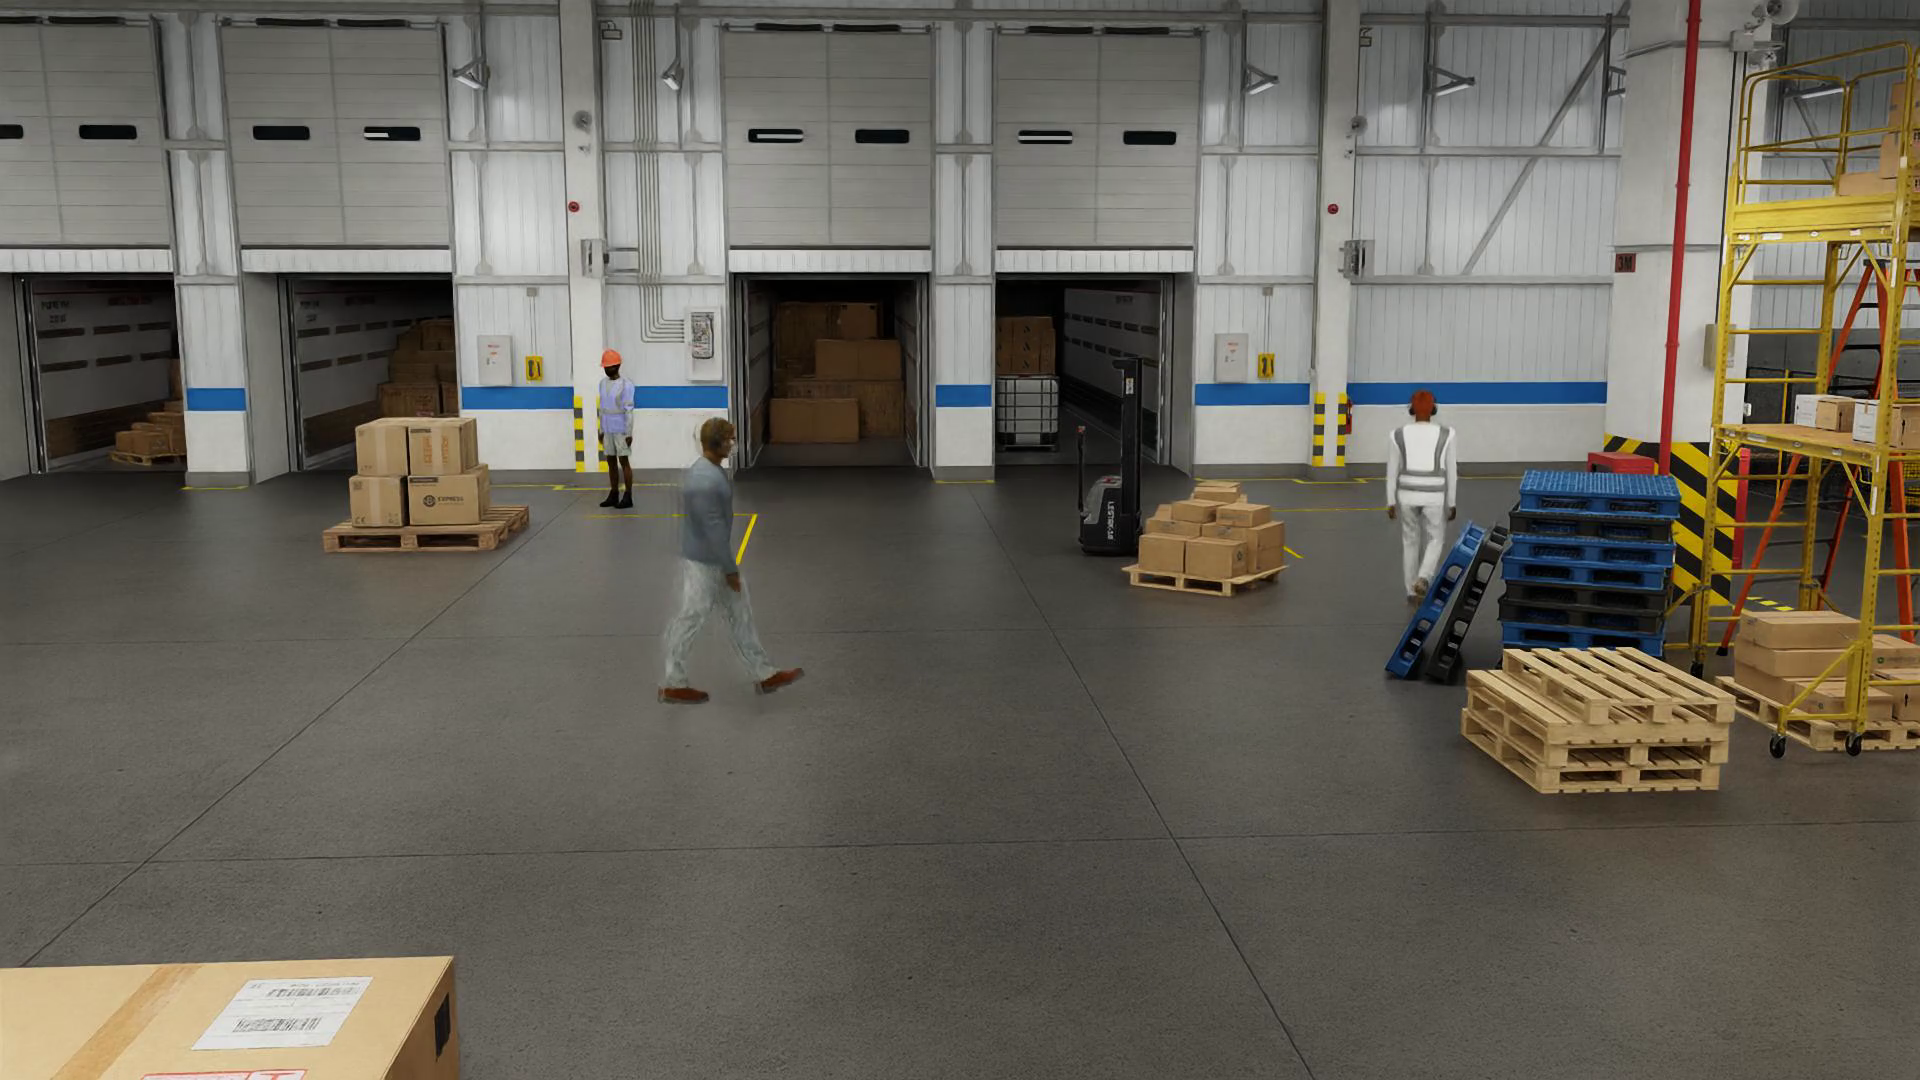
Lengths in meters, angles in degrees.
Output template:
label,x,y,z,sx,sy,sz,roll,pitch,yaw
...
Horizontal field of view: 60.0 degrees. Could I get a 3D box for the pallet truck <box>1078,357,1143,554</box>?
label,x,y,z,sx,sy,sz,roll,pitch,yaw
pallet truck,2.088,-0.836,16.757,1.885,1.965,0.823,2,9,13

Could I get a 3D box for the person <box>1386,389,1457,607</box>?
label,x,y,z,sx,sy,sz,roll,pitch,yaw
person,3.899,-0.345,14.078,0.596,1.868,0.428,4,10,24

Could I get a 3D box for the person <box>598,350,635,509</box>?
label,x,y,z,sx,sy,sz,roll,pitch,yaw
person,-4.182,-1.338,20.140,0.543,1.929,0.386,6,11,34

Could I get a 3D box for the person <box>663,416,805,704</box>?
label,x,y,z,sx,sy,sz,roll,pitch,yaw
person,-1.523,0.143,10.919,0.974,1.892,0.653,0,9,-1
